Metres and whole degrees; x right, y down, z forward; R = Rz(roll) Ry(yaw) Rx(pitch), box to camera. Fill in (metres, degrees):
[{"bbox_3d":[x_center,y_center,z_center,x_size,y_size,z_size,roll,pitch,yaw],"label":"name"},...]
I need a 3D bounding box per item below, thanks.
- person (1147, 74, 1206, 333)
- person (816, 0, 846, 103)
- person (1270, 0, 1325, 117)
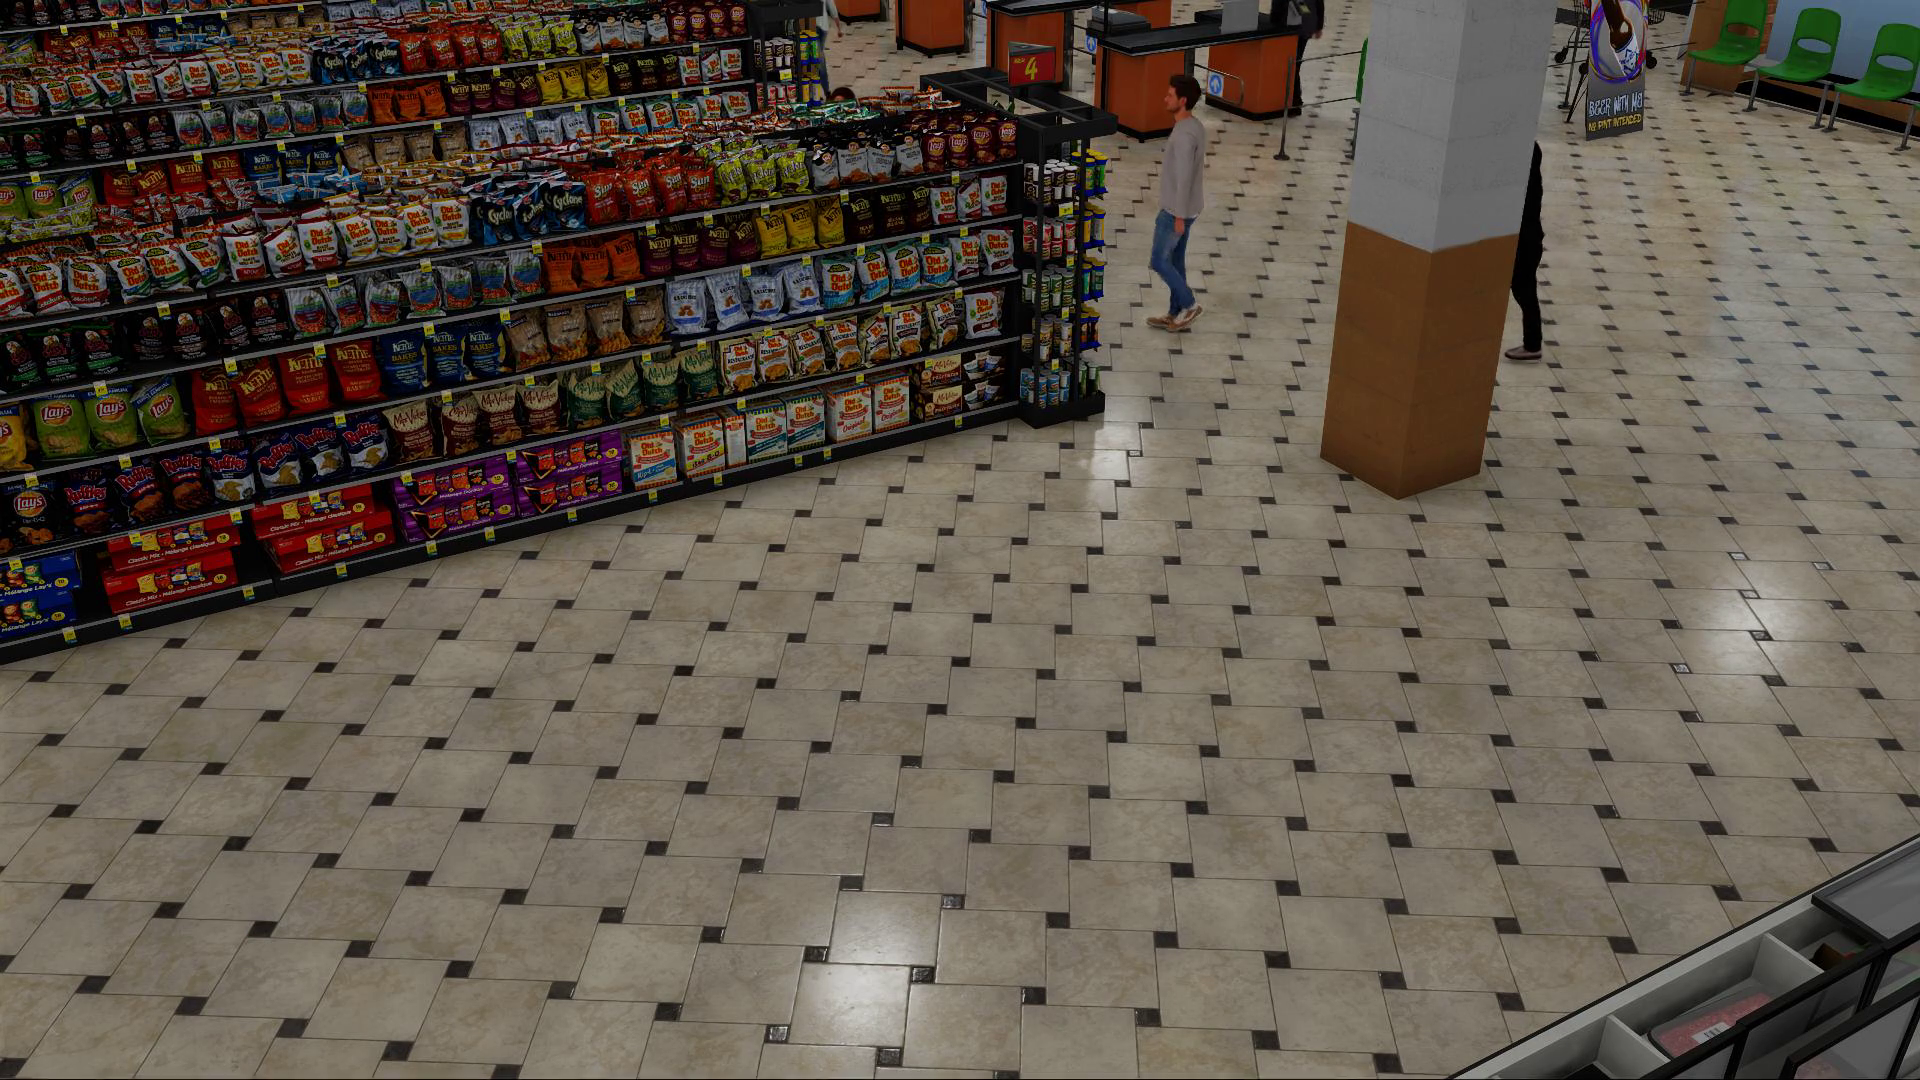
[{"bbox_3d":[1.669,-2.391,12.009,0.878,1.891,0.816,7,29,13],"label":"person"},{"bbox_3d":[-1.634,-5.563,18.105,0.872,1.616,0.855,-24,37,-37],"label":"person"},{"bbox_3d":[3.603,-5.421,17.658,1.117,1.795,0.936,-8,30,-13],"label":"person"}]
